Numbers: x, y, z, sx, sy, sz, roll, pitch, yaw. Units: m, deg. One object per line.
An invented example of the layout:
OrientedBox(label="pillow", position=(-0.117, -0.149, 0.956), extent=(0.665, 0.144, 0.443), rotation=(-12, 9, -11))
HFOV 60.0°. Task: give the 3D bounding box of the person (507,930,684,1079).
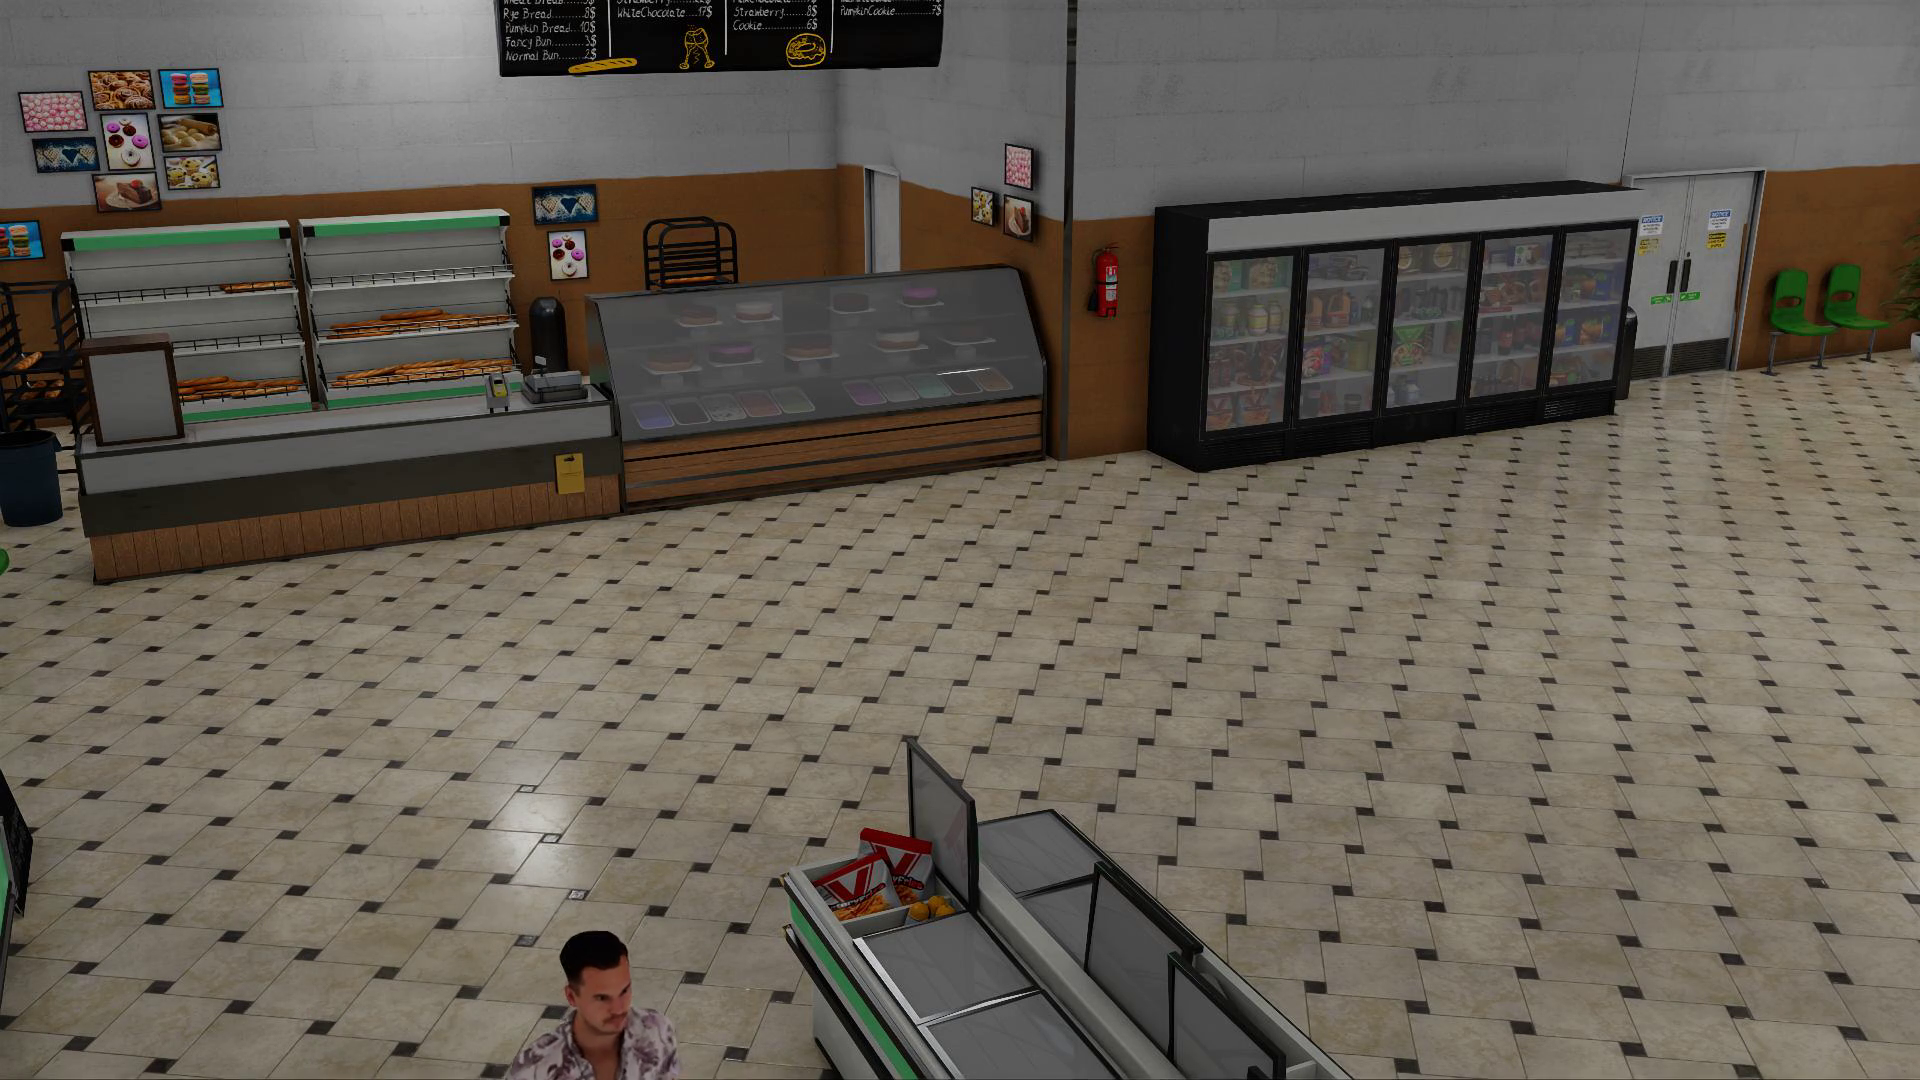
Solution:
OrientedBox(label="person", position=(-1.104, 1.906, 4.903), extent=(0.756, 1.802, 0.721), rotation=(-12, 22, -32))
